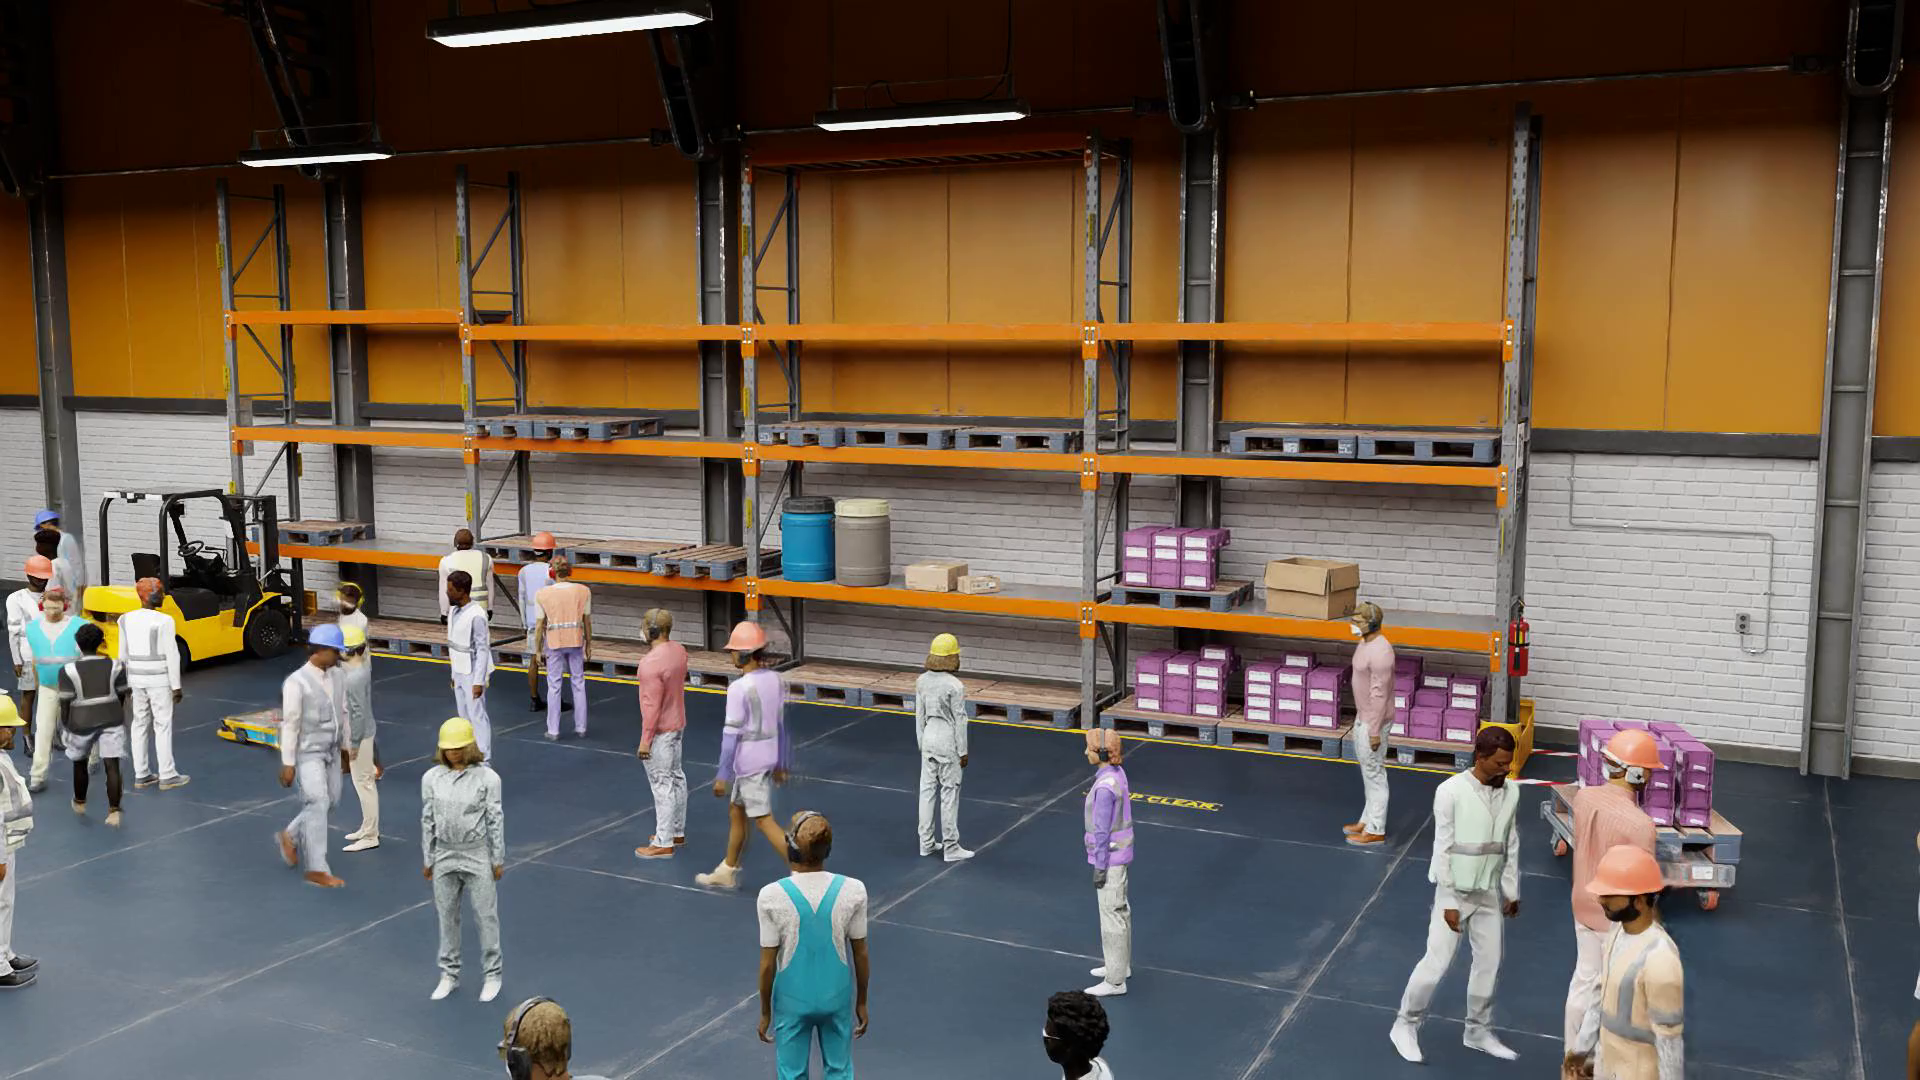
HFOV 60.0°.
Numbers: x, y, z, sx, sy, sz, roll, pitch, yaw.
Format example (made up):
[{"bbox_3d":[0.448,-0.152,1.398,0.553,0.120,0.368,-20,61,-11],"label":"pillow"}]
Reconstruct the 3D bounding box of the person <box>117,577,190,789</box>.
[{"bbox_3d":[-7.154,1.268,14.732,0.577,1.881,0.349,2,7,15],"label":"person"}]

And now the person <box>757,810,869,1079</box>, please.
[{"bbox_3d":[-0.674,2.143,7.645,0.513,1.846,0.334,-2,7,-13],"label":"person"}]

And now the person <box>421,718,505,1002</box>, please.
[{"bbox_3d":[-2.994,1.915,9.997,0.494,1.735,0.328,0,7,4],"label":"person"}]

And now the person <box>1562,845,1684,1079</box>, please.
[{"bbox_3d":[2.709,2.201,6.969,0.939,1.893,0.550,1,7,10],"label":"person"}]

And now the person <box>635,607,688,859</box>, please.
[{"bbox_3d":[-2.302,1.474,12.798,0.372,1.940,0.631,1,7,12],"label":"person"}]

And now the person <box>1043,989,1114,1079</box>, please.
[{"bbox_3d":[0.422,2.426,5.919,0.322,1.697,0.532,2,7,13],"label":"person"}]

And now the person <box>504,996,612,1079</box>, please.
[{"bbox_3d":[-1.294,2.393,5.271,0.385,1.927,0.641,3,8,27],"label":"person"}]

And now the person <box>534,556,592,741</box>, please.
[{"bbox_3d":[-3.923,1.077,16.502,0.563,1.837,0.386,-3,8,-26],"label":"person"}]

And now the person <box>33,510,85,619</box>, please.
[{"bbox_3d":[-10.947,0.587,20.337,0.699,1.896,0.390,3,8,26],"label":"person"}]

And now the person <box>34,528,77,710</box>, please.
[{"bbox_3d":[-9.700,0.848,17.861,0.365,1.962,0.612,-2,7,-15],"label":"person"}]

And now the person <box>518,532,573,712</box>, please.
[{"bbox_3d":[-4.422,0.878,17.723,0.546,1.939,0.375,3,7,20],"label":"person"}]

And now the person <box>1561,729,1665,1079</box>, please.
[{"bbox_3d":[3.419,1.955,8.667,0.409,1.982,0.626,-2,7,-14],"label":"person"}]

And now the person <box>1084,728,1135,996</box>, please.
[{"bbox_3d":[0.905,1.949,10.150,0.318,1.631,0.514,1,7,12],"label":"person"}]

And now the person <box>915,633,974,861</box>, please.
[{"bbox_3d":[-0.120,1.578,12.741,0.491,1.744,0.294,6,9,41],"label":"person"}]

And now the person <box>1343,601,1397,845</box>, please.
[{"bbox_3d":[3.246,1.438,13.135,0.378,1.932,0.627,1,7,5],"label":"person"}]

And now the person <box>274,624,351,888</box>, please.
[{"bbox_3d":[-4.808,1.563,12.235,0.752,1.912,0.687,2,7,17],"label":"person"}]

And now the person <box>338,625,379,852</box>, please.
[{"bbox_3d":[-4.721,1.537,12.983,0.315,1.767,0.535,-2,7,-16],"label":"person"}]

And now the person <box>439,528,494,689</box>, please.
[{"bbox_3d":[-5.600,0.786,18.877,0.624,1.845,0.430,-4,8,-32],"label":"person"}]

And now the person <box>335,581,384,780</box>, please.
[{"bbox_3d":[-5.478,1.260,15.043,0.342,1.832,0.651,-5,8,-35],"label":"person"}]

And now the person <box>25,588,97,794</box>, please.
[{"bbox_3d":[-7.998,1.307,14.803,0.564,1.788,0.935,-1,7,-9],"label":"person"}]

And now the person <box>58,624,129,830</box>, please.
[{"bbox_3d":[-7.114,1.509,13.657,0.541,1.646,0.836,-5,9,-38],"label":"person"}]

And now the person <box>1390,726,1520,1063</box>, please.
[{"bbox_3d":[2.764,1.934,9.176,0.760,1.896,0.530,-4,8,-29],"label":"person"}]

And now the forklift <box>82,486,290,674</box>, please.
[{"bbox_3d":[-9.426,0.454,20.179,1.214,2.155,2.313,3,8,26],"label":"forklift"}]

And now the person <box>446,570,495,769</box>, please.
[{"bbox_3d":[-4.427,1.216,15.018,0.395,1.917,0.590,-6,9,-39],"label":"person"}]

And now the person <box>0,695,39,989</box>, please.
[{"bbox_3d":[-5.906,1.849,10.211,0.403,1.817,0.601,-4,8,-31],"label":"person"}]

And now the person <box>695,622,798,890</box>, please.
[{"bbox_3d":[-1.434,1.571,11.769,1.035,1.998,0.626,3,7,20],"label":"person"}]

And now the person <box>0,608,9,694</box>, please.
[{"bbox_3d":[-10.843,0.939,18.454,0.309,1.637,0.518,1,7,9],"label":"person"}]

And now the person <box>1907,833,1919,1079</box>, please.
[{"bbox_3d":[5.020,2.032,8.267,0.395,1.925,0.543,-2,7,-19],"label":"person"}]

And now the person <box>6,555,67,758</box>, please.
[{"bbox_3d":[-8.791,1.099,15.925,0.371,1.931,0.543,4,8,32],"label":"person"}]
